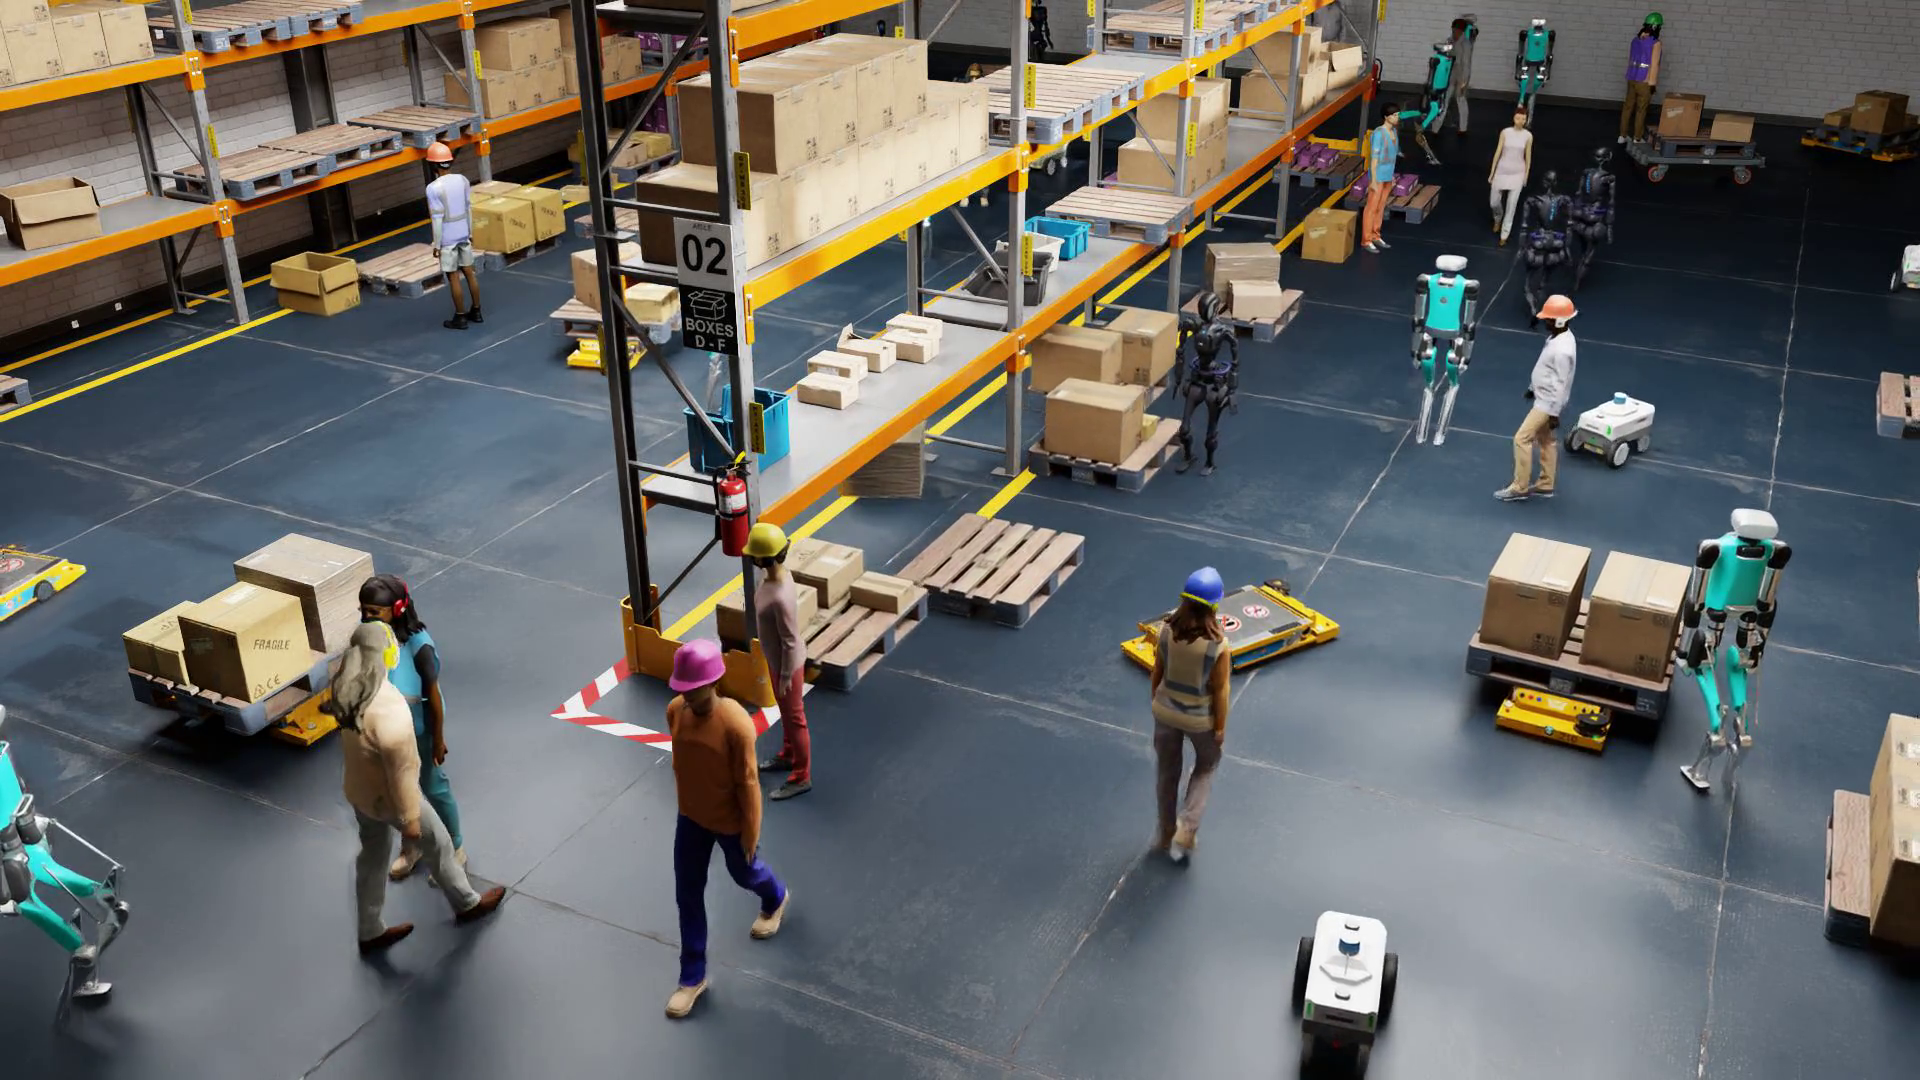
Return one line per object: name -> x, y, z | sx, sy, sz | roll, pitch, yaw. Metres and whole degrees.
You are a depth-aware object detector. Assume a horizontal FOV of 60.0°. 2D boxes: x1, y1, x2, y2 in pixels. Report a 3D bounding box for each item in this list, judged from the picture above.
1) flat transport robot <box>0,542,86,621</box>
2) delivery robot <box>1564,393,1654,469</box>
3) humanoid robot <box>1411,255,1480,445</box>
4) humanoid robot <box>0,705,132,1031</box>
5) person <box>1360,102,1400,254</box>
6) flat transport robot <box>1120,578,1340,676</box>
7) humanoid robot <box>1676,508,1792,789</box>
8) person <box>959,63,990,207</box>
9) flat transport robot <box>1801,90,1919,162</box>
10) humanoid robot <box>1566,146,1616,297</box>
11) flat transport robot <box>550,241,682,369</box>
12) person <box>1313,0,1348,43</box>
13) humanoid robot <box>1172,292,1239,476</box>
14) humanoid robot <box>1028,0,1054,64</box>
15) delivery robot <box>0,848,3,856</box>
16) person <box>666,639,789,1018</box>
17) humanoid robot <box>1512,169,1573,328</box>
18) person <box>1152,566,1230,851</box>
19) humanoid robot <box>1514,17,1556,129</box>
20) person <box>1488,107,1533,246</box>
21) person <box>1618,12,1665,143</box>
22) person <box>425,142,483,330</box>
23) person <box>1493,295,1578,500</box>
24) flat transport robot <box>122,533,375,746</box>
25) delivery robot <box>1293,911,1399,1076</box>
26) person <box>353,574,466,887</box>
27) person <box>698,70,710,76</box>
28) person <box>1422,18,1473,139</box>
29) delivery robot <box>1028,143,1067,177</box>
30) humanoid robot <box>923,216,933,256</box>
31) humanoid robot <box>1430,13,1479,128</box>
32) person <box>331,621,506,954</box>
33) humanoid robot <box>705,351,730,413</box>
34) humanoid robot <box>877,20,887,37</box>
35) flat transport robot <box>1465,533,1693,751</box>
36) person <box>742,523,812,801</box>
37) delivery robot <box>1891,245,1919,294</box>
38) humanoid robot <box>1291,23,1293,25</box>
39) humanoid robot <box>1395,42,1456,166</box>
flat transport robot -> -7.054, 0.439, 11.891 | 0.659, 0.231, 1.431 | 7, 27, 15
delivery robot -> 5.667, -0.972, 14.429 | 0.792, 0.603, 0.499 | -18, 32, -33
humanoid robot -> 4.209, -1.646, 14.455 | 0.544, 1.798, 0.688 | 13, 29, 24
humanoid robot -> -4.331, 1.576, 7.990 | 0.670, 1.849, 0.542 | -4, 27, -7
person -> 5.037, -4.322, 19.819 | 0.323, 1.767, 0.492 | 21, 33, 36
flat transport robot -> 1.872, 0.643, 11.479 | 1.431, 0.231, 0.659 | -16, 30, -29
humanoid robot -> 4.489, 0.762, 9.640 | 0.540, 1.850, 0.686 | -1, 26, -2
person -> 0.204, -5.253, 21.613 | 0.517, 1.844, 0.331 | -1, 26, -1
flat transport robot -> 13.301, -5.849, 24.592 | 0.659, 0.231, 1.431 | -15, 30, -28
humanoid robot -> 6.955, -3.510, 18.284 | 0.462, 1.644, 0.602 | -11, 28, -20
flat transport robot -> -3.425, -2.080, 16.981 | 0.659, 0.231, 1.431 | 5, 27, 10
person -> 6.094, -8.273, 27.672 | 0.671, 1.879, 0.451 | 3, 27, 7
humanoid robot -> 2.051, -1.294, 13.820 | 0.611, 1.639, 0.417 | 16, 31, 29
humanoid robot -> 1.335, -8.518, 28.398 | 0.372, 1.652, 0.598 | 20, 33, 35
delivery robot -> -5.789, 1.589, 9.214 | 0.739, 0.566, 0.499 | 12, 29, 23
person -> -1.182, 1.320, 8.226 | 0.517, 1.944, 0.966 | 12, 29, 22
humanoid robot -> 6.112, -3.011, 17.287 | 0.610, 1.624, 0.538 | -1, 26, -3
person -> 1.262, 0.952, 9.178 | 0.472, 1.764, 0.387 | 12, 29, 24
humanoid robot -> 8.770, -7.092, 25.581 | 0.553, 1.907, 0.734 | 6, 27, 11
person -> 6.659, -4.427, 20.158 | 0.468, 1.644, 0.519 | 11, 28, 21
person -> 10.128, -6.843, 24.730 | 0.420, 1.929, 0.534 | -11, 28, -21
person -> -5.290, -3.153, 17.269 | 0.367, 1.935, 0.551 | 14, 29, 25
person -> 4.654, -1.150, 13.443 | 0.576, 1.732, 0.582 | 9, 28, 17
flat transport robot -> -4.555, 0.952, 10.855 | 1.431, 0.231, 0.659 | 12, 29, 23
delivery robot -> 1.874, 2.150, 8.099 | 0.499, 0.582, 0.762 | 8, 27, 15
person -> -2.975, 1.011, 8.950 | 0.509, 1.860, 0.390 | 11, 28, 20
person -> -3.086, -5.092, 21.312 | 0.579, 1.829, 0.569 | -2, 26, -3
person -> 7.457, -6.956, 25.123 | 0.918, 1.776, 0.537 | -15, 30, -28
delivery robot -> 1.195, -5.466, 23.498 | 0.499, 0.597, 0.779 | 17, 31, 30
humanoid robot -> -0.490, -4.133, 19.583 | 0.542, 1.886, 0.739 | 4, 27, 7
humanoid robot -> 7.533, -7.200, 25.685 | 0.919, 1.773, 0.530 | -2, 26, -3
person -> -2.816, 1.231, 8.519 | 0.602, 1.835, 0.879 | 24, 35, 39
humanoid robot -> -2.173, -1.982, 15.160 | 0.538, 1.834, 0.673 | 12, 29, 22
humanoid robot -> -1.167, -7.201, 25.742 | 0.601, 1.646, 0.355 | -5, 27, -9
flat transport robot -> 4.032, 0.897, 10.967 | 0.659, 0.231, 1.431 | 14, 29, 26
person -> -1.059, 0.697, 9.685 | 0.326, 1.764, 0.524 | -6, 27, -13
delivery robot -> 10.738, -3.046, 18.602 | 0.499, 0.589, 0.790 | 12, 29, 23
humanoid robot -> 5.239, -7.255, 25.915 | 0.789, 1.644, 0.599 | -14, 29, -25
humanoid robot -> 6.562, -6.258, 23.827 | 0.530, 1.773, 1.019 | -22, 34, -37
